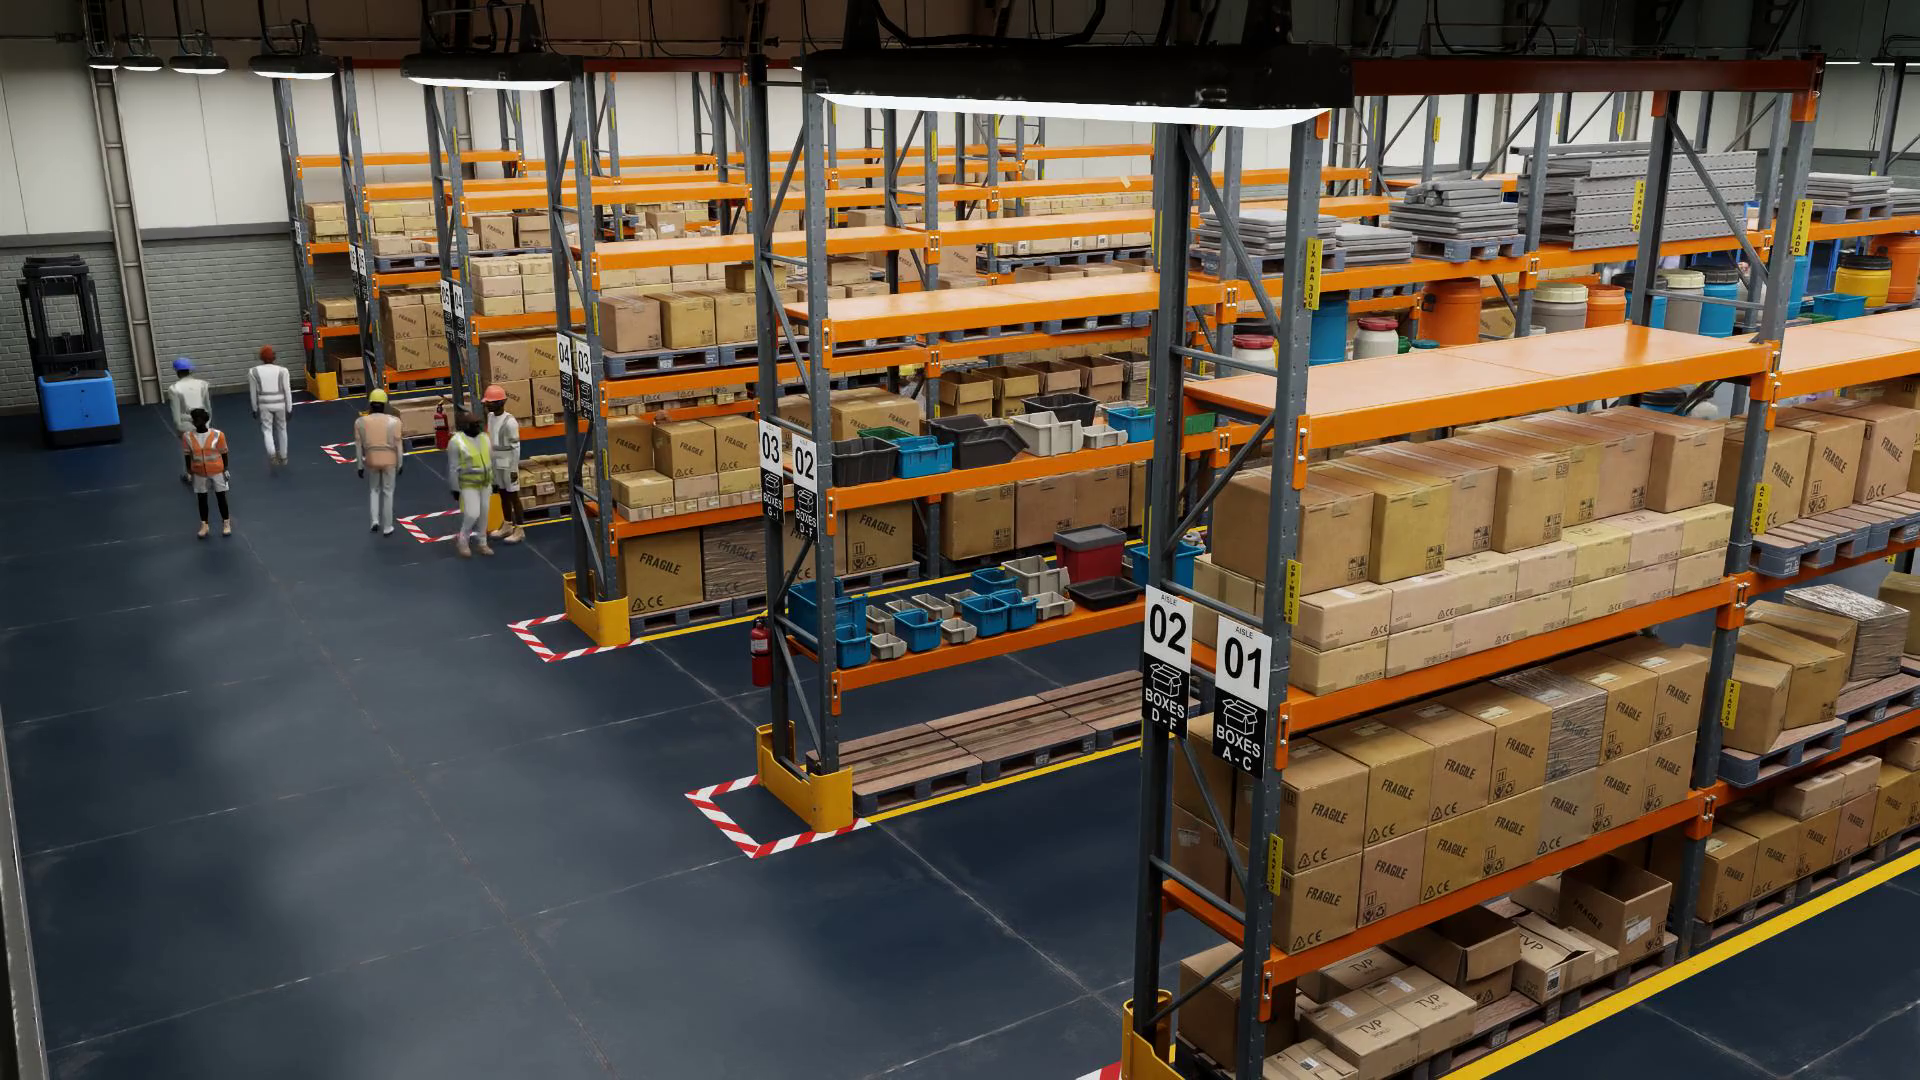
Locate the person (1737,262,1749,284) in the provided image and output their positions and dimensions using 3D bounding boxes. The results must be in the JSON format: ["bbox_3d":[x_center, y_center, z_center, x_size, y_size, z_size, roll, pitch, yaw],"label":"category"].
[{"bbox_3d":[16.376,-4.891,33.225,0.401,1.904,0.651,4,17,12],"label":"person"}]

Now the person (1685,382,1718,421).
[{"bbox_3d":[10.368,-1.387,21.999,0.588,1.749,0.533,-3,17,-11],"label":"person"}]

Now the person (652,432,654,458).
[{"bbox_3d":[-3.561,-0.476,18.888,1.006,1.837,0.586,-13,22,-37],"label":"person"}]

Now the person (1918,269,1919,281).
[{"bbox_3d":[22.938,-6.171,37.561,0.529,1.835,0.935,-3,17,-8],"label":"person"}]

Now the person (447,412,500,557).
[{"bbox_3d":[-6.009,-0.685,19.583,0.438,1.819,0.645,11,20,32],"label":"person"}]

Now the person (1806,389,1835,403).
[{"bbox_3d":[12.467,-1.795,22.836,0.605,2.045,0.377,-9,19,-26],"label":"person"}]

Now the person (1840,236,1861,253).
[{"bbox_3d":[28.493,-10.063,50.219,0.601,1.877,0.712,-13,21,-36],"label":"person"}]

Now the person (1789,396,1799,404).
[{"bbox_3d":[15.068,-3.351,28.287,0.524,1.843,0.732,4,17,12],"label":"person"}]

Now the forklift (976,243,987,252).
[{"bbox_3d":[0.988,-5.474,34.718,1.214,2.155,2.313,-10,20,-31],"label":"forklift"}]

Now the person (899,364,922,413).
[{"bbox_3d":[-0.757,-1.673,22.809,0.431,1.820,0.617,-10,19,-29],"label":"person"}]

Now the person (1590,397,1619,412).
[{"bbox_3d":[8.767,-1.241,21.098,0.535,2.000,0.684,-8,19,-25],"label":"person"}]

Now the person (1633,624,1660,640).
[{"bbox_3d":[6.005,0.971,13.934,0.789,1.936,0.650,-7,18,-22],"label":"person"}]

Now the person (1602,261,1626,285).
[{"bbox_3d":[16.146,-6.688,39.088,0.648,1.915,0.589,12,21,35],"label":"person"}]

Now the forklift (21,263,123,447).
[{"bbox_3d":[-14.518,-3.079,25.708,1.129,2.768,1.873,-10,20,-31],"label":"forklift"}]

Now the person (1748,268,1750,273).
[{"bbox_3d":[17.383,-5.284,34.387,0.424,1.982,0.635,-5,18,-17],"label":"person"}]

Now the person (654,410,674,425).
[{"bbox_3d":[-3.833,-0.901,20.596,0.282,1.634,0.498,-7,18,-23],"label":"person"}]

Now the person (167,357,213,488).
[{"bbox_3d":[-11.019,-1.687,22.736,0.990,1.903,0.625,13,21,36],"label":"person"}]

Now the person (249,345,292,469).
[{"bbox_3d":[-10.373,-1.999,23.810,0.577,1.863,0.765,-7,18,-22],"label":"person"}]

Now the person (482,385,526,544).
[{"bbox_3d":[-5.834,-0.970,20.132,0.396,2.044,0.609,-16,23,-43],"label":"person"}]

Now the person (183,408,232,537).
[{"bbox_3d":[-9.732,-0.881,20.420,0.539,1.698,0.318,-4,17,-13],"label":"person"}]

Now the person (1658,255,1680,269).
[{"bbox_3d":[18.290,-7.102,40.508,0.640,1.881,0.860,-3,17,-10],"label":"person"}]

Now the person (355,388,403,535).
[{"bbox_3d":[-7.511,-1.017,20.519,0.585,1.901,0.465,-2,17,-6],"label":"person"}]
